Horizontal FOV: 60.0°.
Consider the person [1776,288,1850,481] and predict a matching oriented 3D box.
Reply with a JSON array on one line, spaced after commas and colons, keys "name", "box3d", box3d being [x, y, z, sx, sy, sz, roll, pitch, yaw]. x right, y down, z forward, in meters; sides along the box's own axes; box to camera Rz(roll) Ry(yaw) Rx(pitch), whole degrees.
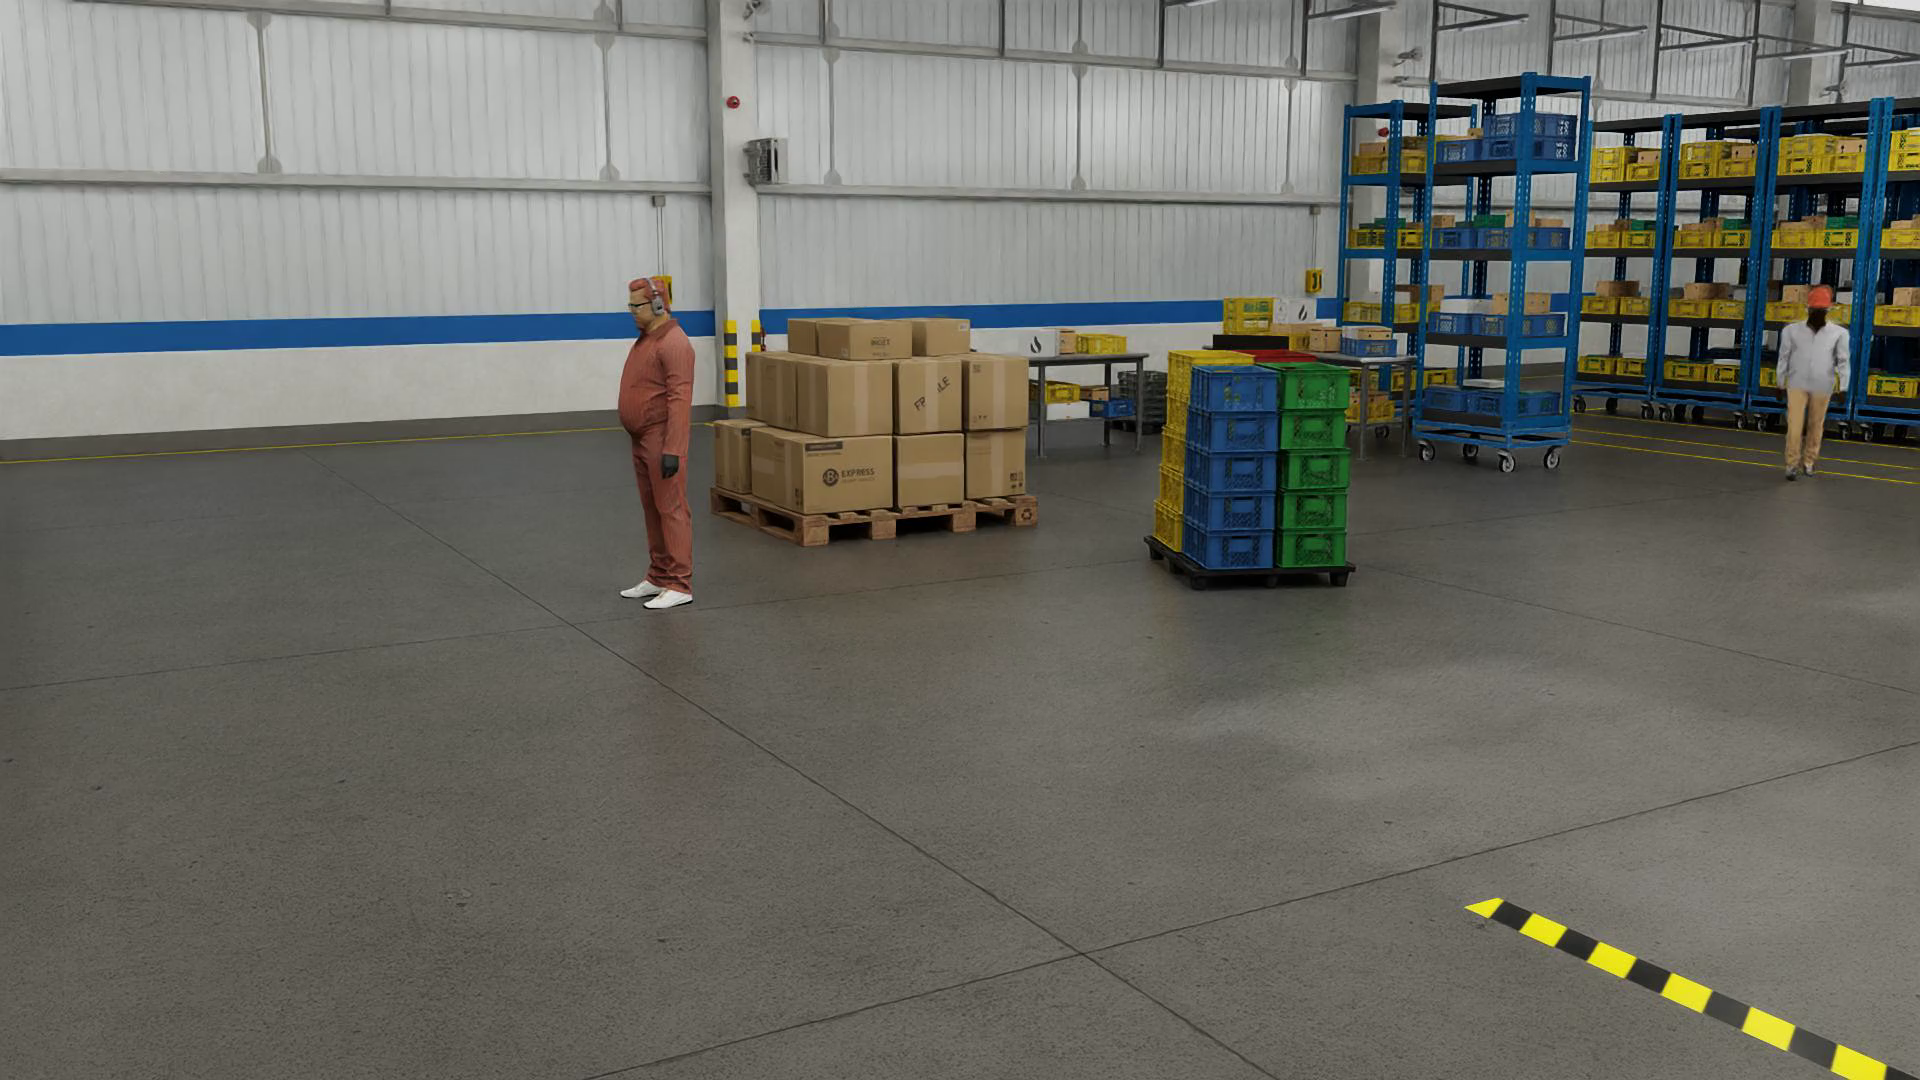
[{"name": "person", "box3d": [7.586, -1.377, 14.801, 0.584, 1.696, 0.907, 5, 11, 25]}]

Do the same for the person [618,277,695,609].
[{"name": "person", "box3d": [-1.763, -0.560, 9.614, 0.409, 1.904, 0.640, -6, 12, -29]}]
